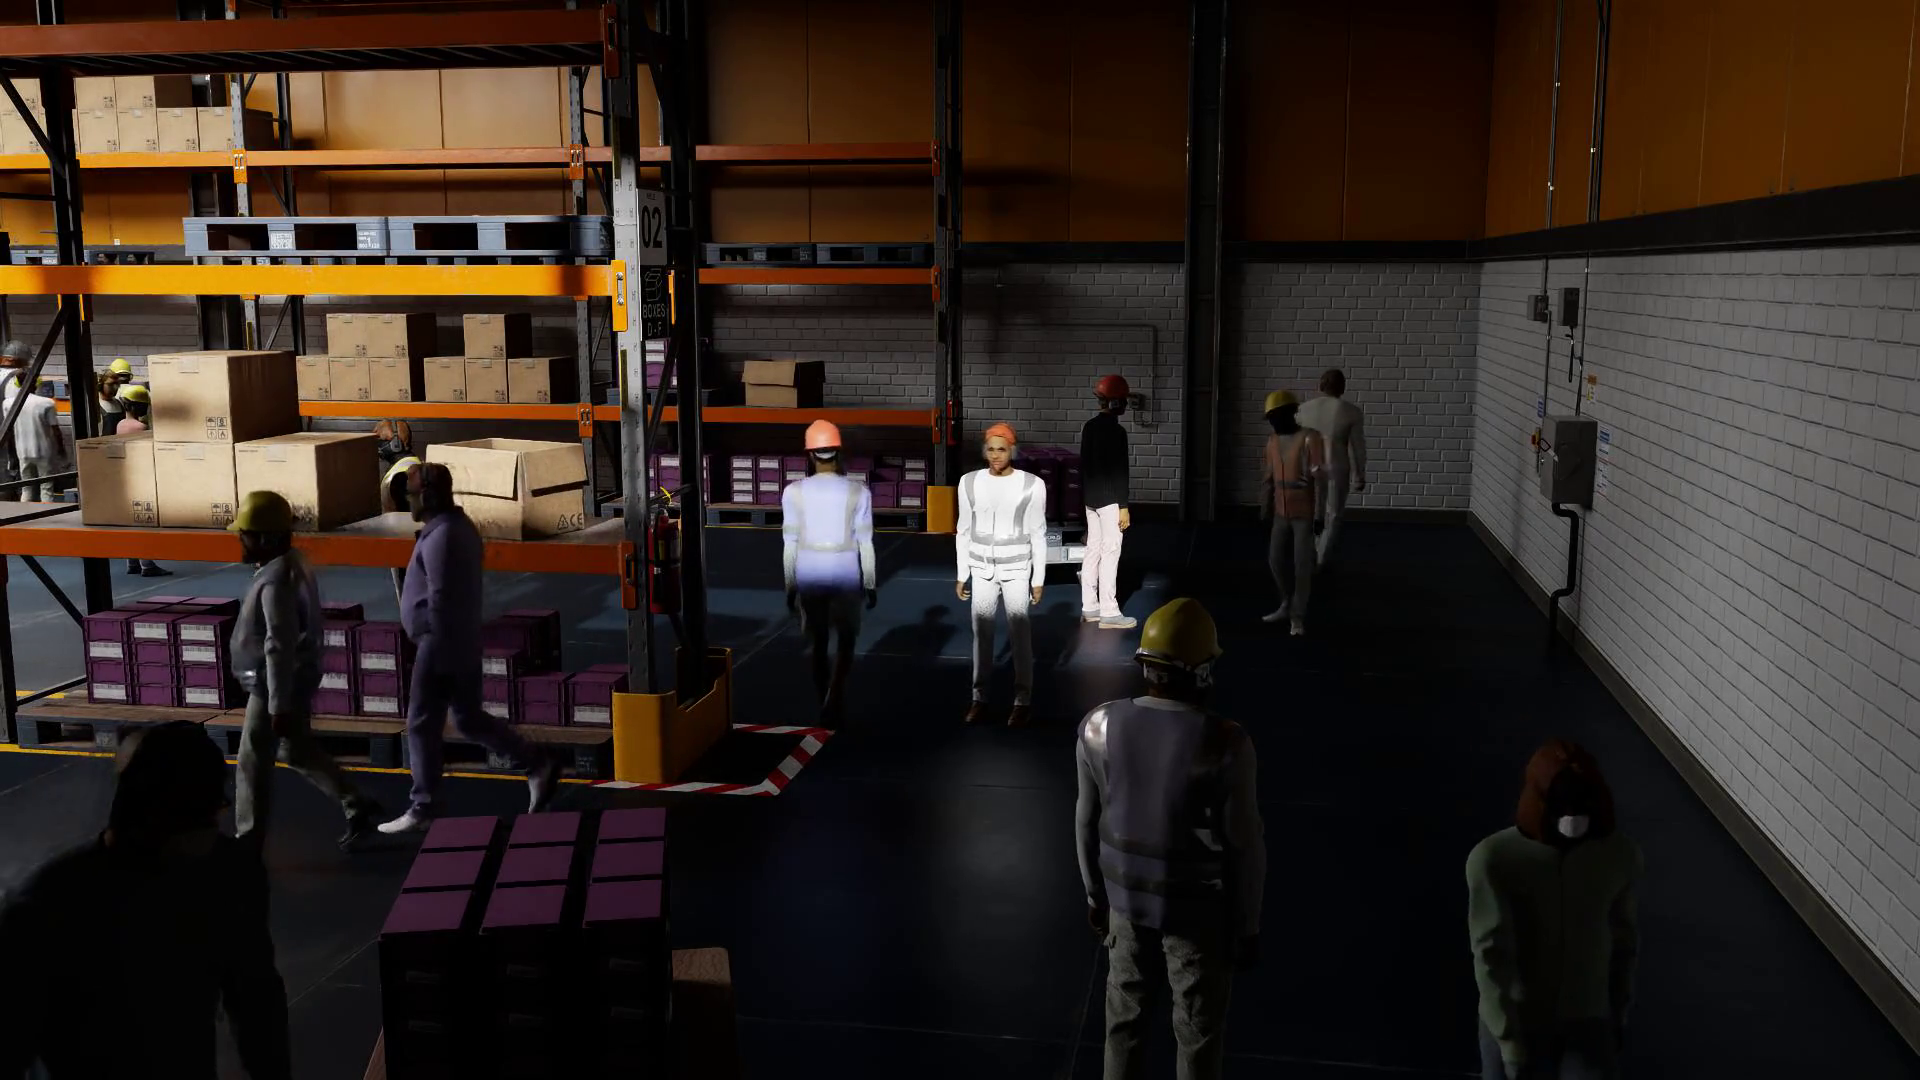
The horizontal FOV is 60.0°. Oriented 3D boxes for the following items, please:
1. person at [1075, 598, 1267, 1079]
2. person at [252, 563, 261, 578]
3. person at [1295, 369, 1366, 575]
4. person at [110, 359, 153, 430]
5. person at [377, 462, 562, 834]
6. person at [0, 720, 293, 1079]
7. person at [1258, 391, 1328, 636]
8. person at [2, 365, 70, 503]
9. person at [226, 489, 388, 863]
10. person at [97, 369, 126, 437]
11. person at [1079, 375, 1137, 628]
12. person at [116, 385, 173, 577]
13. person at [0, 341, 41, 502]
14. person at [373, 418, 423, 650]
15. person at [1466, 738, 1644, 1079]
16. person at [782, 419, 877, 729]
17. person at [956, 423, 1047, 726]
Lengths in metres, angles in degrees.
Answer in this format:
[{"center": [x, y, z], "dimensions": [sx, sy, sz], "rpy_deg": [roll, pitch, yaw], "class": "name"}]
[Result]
[{"center": [0.645, 1.079, 5.035], "dimensions": [0.600, 1.831, 0.404], "rpy_deg": [6, 11, 32], "class": "person"}, {"center": [-6.216, -0.564, 14.902], "dimensions": [0.378, 1.936, 0.548], "rpy_deg": [-4, 10, -22], "class": "person"}, {"center": [3.437, -0.635, 15.451], "dimensions": [0.649, 1.908, 0.842], "rpy_deg": [5, 10, 28], "class": "person"}, {"center": [-9.328, -1.110, 18.615], "dimensions": [0.403, 1.830, 0.599], "rpy_deg": [8, 12, 41], "class": "person"}, {"center": [-2.478, 0.536, 8.300], "dimensions": [0.823, 1.875, 0.645], "rpy_deg": [-1, 9, -5], "class": "person"}, {"center": [-1.654, 1.308, 3.462], "dimensions": [0.960, 1.880, 0.693], "rpy_deg": [4, 10, 25], "class": "person"}, {"center": [2.616, -0.212, 12.924], "dimensions": [0.396, 1.878, 0.660], "rpy_deg": [-7, 11, -36], "class": "person"}, {"center": [-9.323, -0.831, 16.791], "dimensions": [0.527, 1.867, 0.384], "rpy_deg": [-1, 9, -7], "class": "person"}, {"center": [-3.152, 0.650, 7.767], "dimensions": [0.780, 1.808, 0.608], "rpy_deg": [-2, 9, -11], "class": "person"}, {"center": [-8.408, -0.772, 16.478], "dimensions": [0.346, 1.846, 0.506], "rpy_deg": [3, 10, 16], "class": "person"}, {"center": [1.175, -0.306, 13.127], "dimensions": [0.396, 1.992, 0.623], "rpy_deg": [-4, 10, -24], "class": "person"}, {"center": [-7.541, -0.542, 15.307], "dimensions": [0.523, 1.766, 0.315], "rpy_deg": [7, 12, 37], "class": "person"}, {"center": [-10.617, -1.251, 18.847], "dimensions": [0.733, 2.000, 0.535], "rpy_deg": [3, 10, 20], "class": "person"}, {"center": [-3.712, 0.102, 11.119], "dimensions": [0.430, 1.835, 0.621], "rpy_deg": [-3, 10, -20], "class": "person"}, {"center": [1.570, 1.309, 4.340], "dimensions": [0.499, 1.589, 0.854], "rpy_deg": [0, 9, -1], "class": "person"}, {"center": [-0.786, 0.231, 10.035], "dimensions": [0.577, 1.912, 0.553], "rpy_deg": [0, 9, 1], "class": "person"}, {"center": [0.254, 0.212, 10.283], "dimensions": [0.579, 1.878, 0.345], "rpy_deg": [3, 10, 19], "class": "person"}]
